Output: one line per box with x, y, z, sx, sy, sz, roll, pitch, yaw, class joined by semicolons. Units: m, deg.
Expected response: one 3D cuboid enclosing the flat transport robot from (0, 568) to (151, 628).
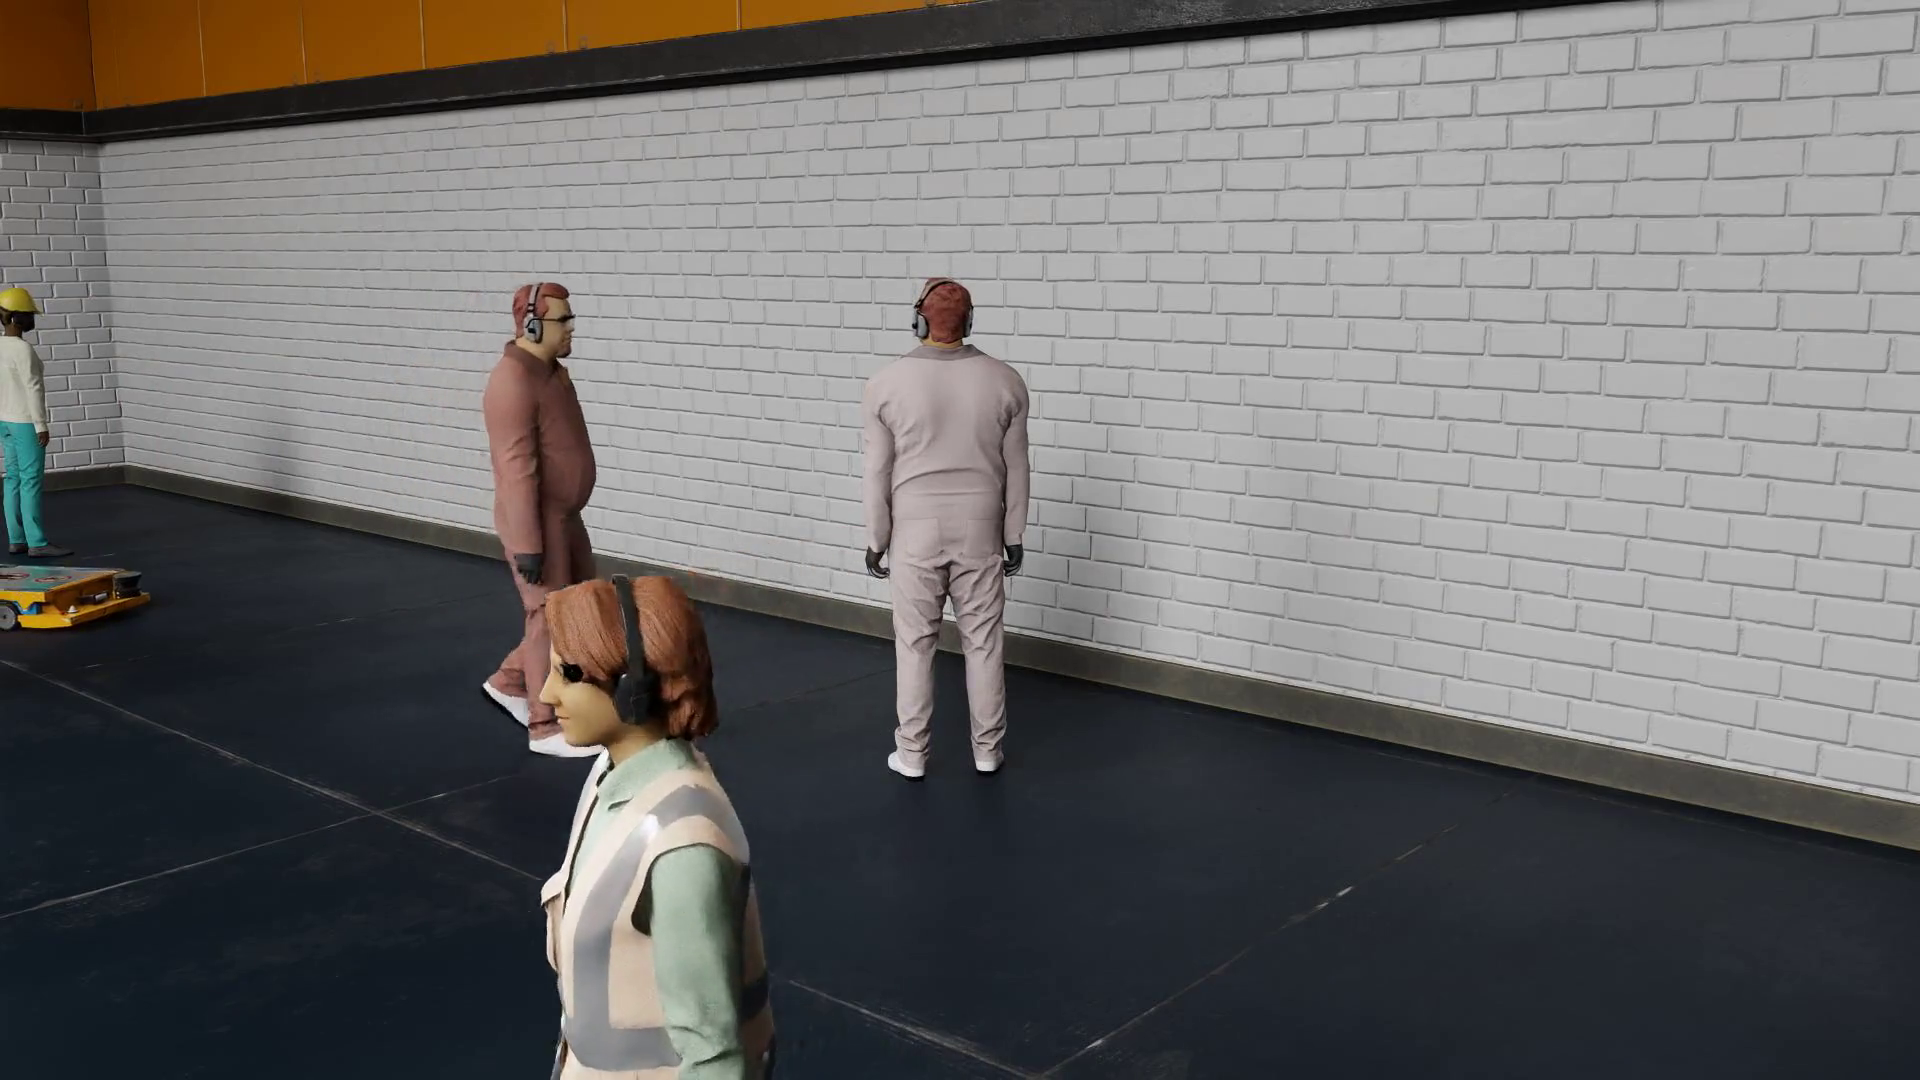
-5.300;0.296;9.133;1.431;0.197;0.652;2;10;10;flat transport robot

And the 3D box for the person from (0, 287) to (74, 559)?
-6.122;-0.761;10.898;0.522;1.768;0.313;8;12;37;person

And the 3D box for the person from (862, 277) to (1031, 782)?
-0.057;-0.031;6.328;0.641;1.913;0.407;-2;10;-10;person

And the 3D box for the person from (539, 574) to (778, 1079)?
-0.447;0.828;2.340;0.877;1.586;0.538;-3;10;-17;person

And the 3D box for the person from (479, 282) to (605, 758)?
-1.651;-0.067;6.584;0.456;1.890;0.670;0;10;-1;person
